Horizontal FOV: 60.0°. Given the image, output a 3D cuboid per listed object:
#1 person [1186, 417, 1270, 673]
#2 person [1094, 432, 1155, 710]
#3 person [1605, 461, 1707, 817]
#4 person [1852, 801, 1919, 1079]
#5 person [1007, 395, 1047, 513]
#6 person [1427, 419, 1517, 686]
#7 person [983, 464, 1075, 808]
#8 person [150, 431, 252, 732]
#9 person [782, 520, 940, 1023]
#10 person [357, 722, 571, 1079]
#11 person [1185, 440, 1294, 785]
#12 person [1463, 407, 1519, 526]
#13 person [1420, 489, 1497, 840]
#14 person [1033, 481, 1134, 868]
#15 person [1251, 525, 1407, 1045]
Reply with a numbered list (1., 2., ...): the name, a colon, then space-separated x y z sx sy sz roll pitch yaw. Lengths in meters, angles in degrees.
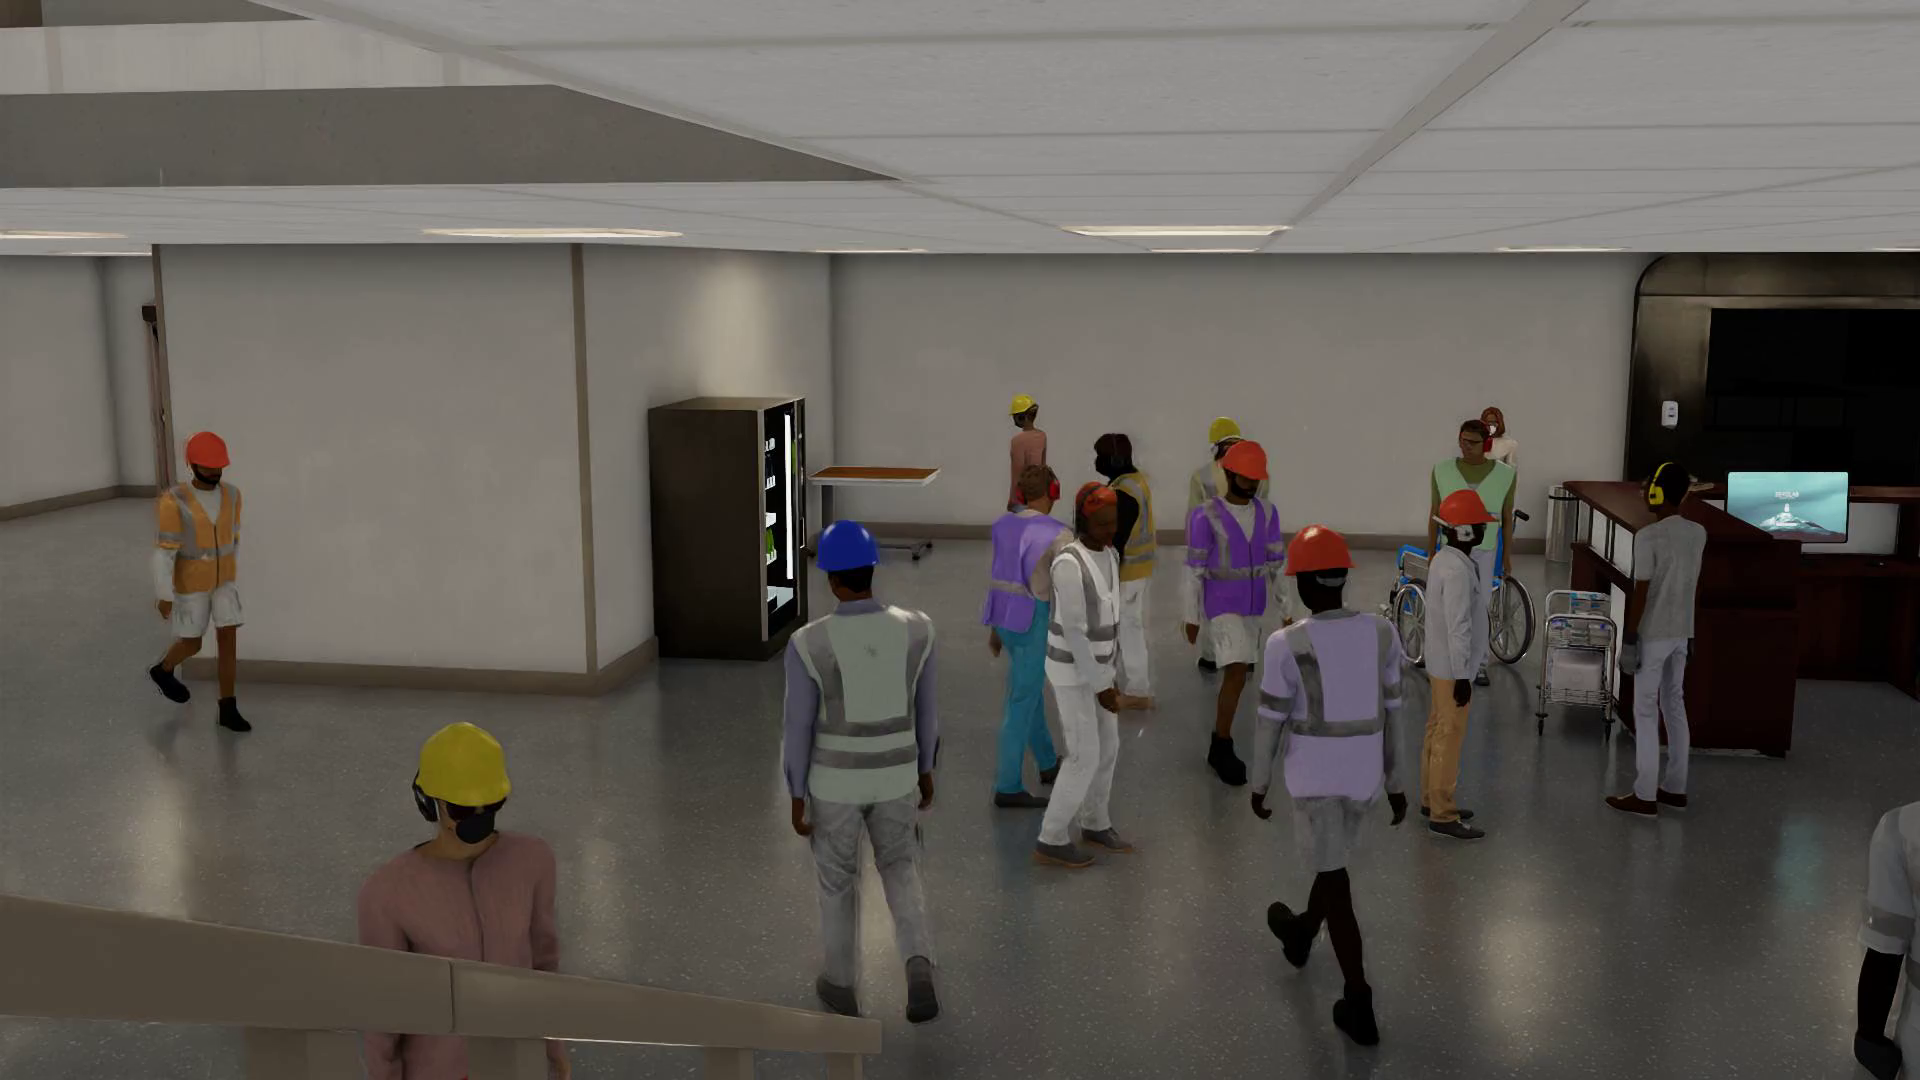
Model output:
1. person: 1.888 0.044 11.753 0.593 1.826 0.404 -1 9 -6
2. person: 0.957 0.211 10.732 0.641 1.814 0.659 1 9 9
3. person: 3.662 0.518 8.715 0.512 1.862 0.324 -5 11 -29
4. person: 2.431 1.251 3.908 0.614 1.952 0.386 6 11 32
5. person: 0.578 -0.403 14.702 0.320 1.763 0.522 6 11 31
6. person: 3.512 0.082 11.457 0.564 1.840 0.397 3 10 18
7. person: 0.479 0.513 8.915 0.774 1.800 0.786 -7 11 -36
8. person: -4.793 0.241 10.381 0.830 1.890 0.555 6 11 35
9. person: -0.352 0.887 6.196 0.625 1.931 0.654 -4 10 -23
10. person: -1.211 1.307 4.139 0.532 1.766 0.332 -9 13 -42
11. person: 1.581 0.400 9.273 0.538 1.905 0.663 -5 11 -29
12. person: 4.791 -0.399 15.097 0.504 1.627 0.286 5 10 28
13. person: 2.515 0.615 8.417 0.321 1.755 0.563 1 9 8
14. person: 0.616 0.642 7.929 0.401 1.872 0.594 5 11 29
15. person: 1.371 0.882 6.390 0.564 1.878 0.998 -3 10 -18
